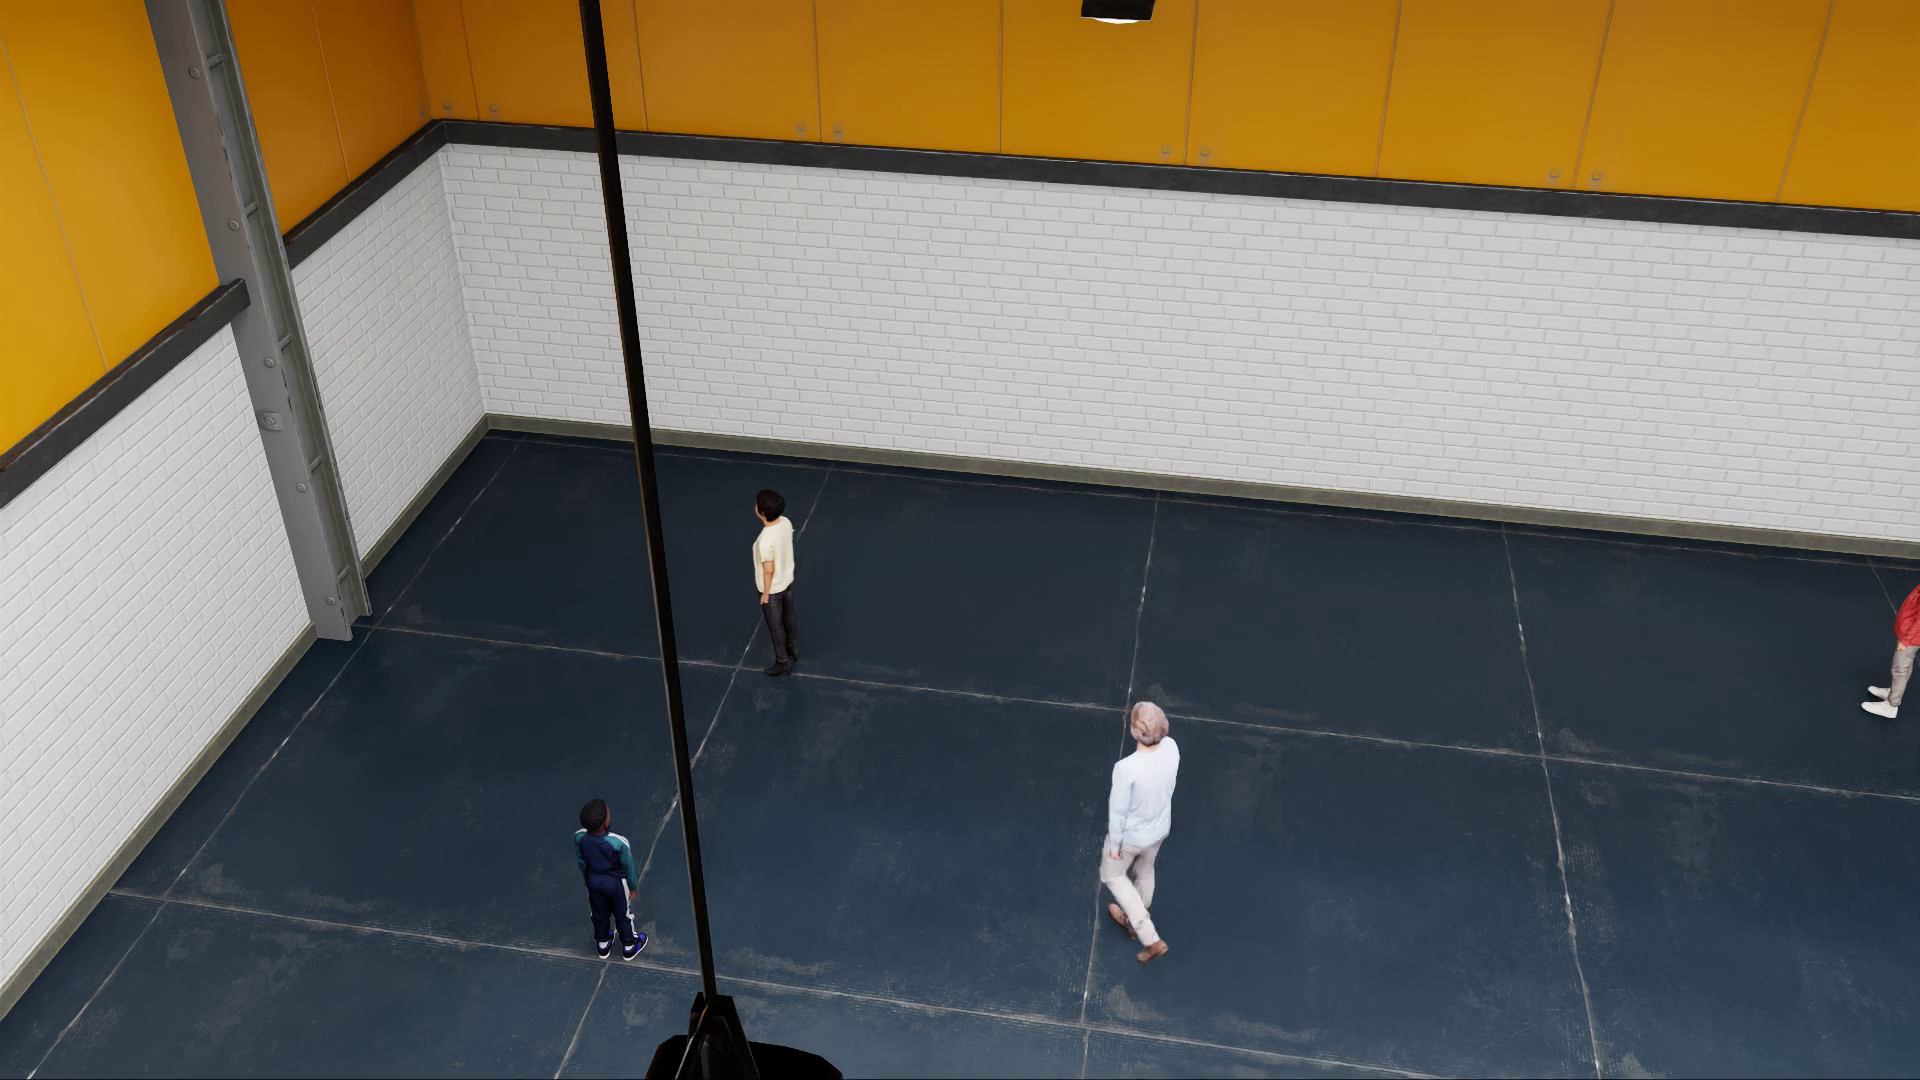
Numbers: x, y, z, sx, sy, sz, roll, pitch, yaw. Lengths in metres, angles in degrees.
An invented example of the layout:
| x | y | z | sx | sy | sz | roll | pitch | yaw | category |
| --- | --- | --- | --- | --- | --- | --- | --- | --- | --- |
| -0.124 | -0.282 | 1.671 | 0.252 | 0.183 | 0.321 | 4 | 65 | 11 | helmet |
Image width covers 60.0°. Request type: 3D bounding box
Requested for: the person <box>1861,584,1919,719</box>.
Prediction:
| x | y | z | sx | sy | sz | roll | pitch | yaw | category |
| --- | --- | --- | --- | --- | --- | --- | --- | --- | --- |
| 6.914 | 0.655 | 12.041 | 0.657 | 1.417 | 0.554 | 23 | 40 | 31 | person |

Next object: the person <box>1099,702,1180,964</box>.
| x | y | z | sx | sy | sz | roll | pitch | yaw | category |
| --- | --- | --- | --- | --- | --- | --- | --- | --- | --- |
| 1.128 | 1.777 | 9.934 | 0.973 | 1.880 | 1.042 | -20 | 38 | -27 | person |

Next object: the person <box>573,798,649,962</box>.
| x | y | z | sx | sy | sz | roll | pitch | yaw | category |
| --- | --- | --- | --- | --- | --- | --- | --- | --- | --- |
| -2.142 | 2.054 | 10.082 | 0.494 | 1.256 | 0.465 | 6 | 34 | 10 | person |

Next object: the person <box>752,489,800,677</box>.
| x | y | z | sx | sy | sz | roll | pitch | yaw | category |
| --- | --- | --- | --- | --- | --- | --- | --- | --- | --- |
| -1.374 | 0.317 | 12.395 | 0.687 | 1.587 | 0.472 | 11 | 35 | 16 | person |
